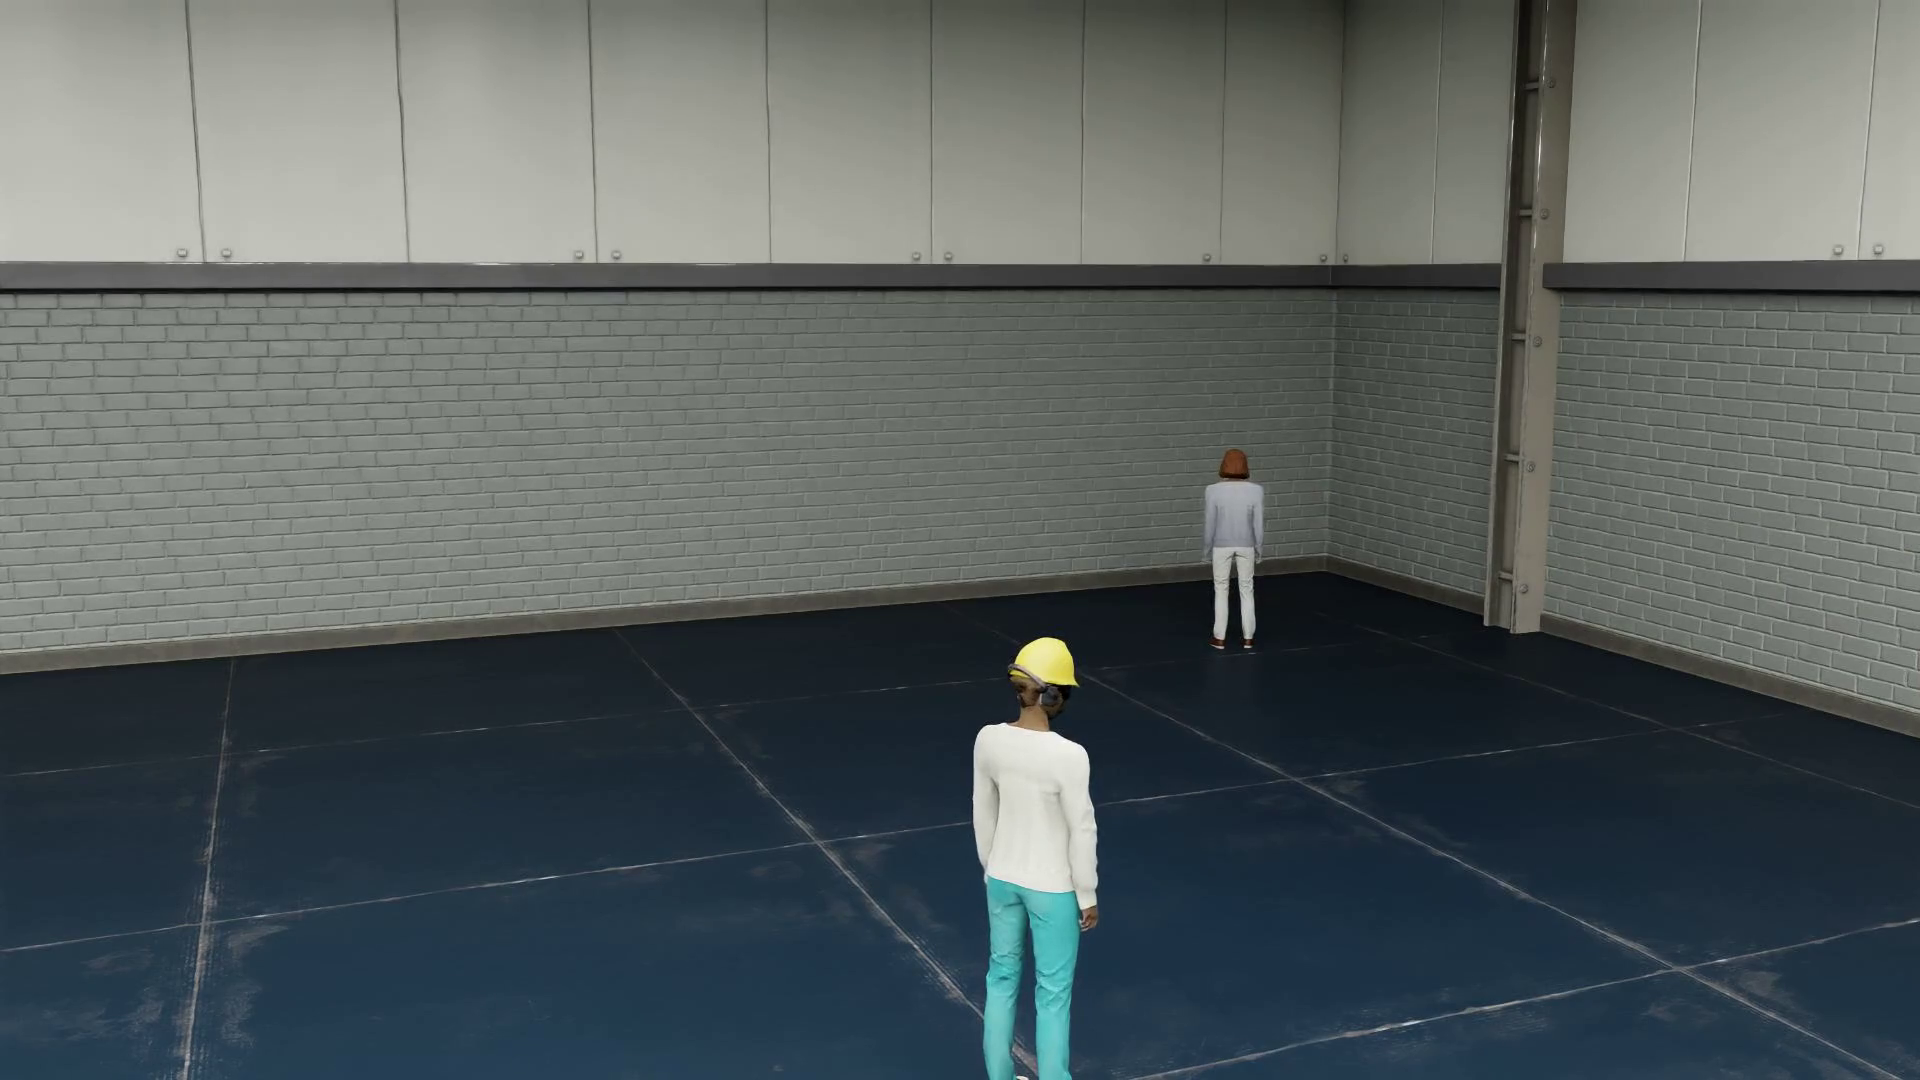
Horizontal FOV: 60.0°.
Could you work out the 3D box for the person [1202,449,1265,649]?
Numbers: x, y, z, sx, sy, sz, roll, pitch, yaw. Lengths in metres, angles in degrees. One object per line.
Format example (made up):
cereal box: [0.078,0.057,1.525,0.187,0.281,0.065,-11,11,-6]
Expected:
person: [2.220,0.074,13.526,0.507,1.632,0.268,0,9,-1]

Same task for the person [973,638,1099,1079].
person: [0.281,1.220,5.947,0.524,1.760,0.328,8,12,40]
